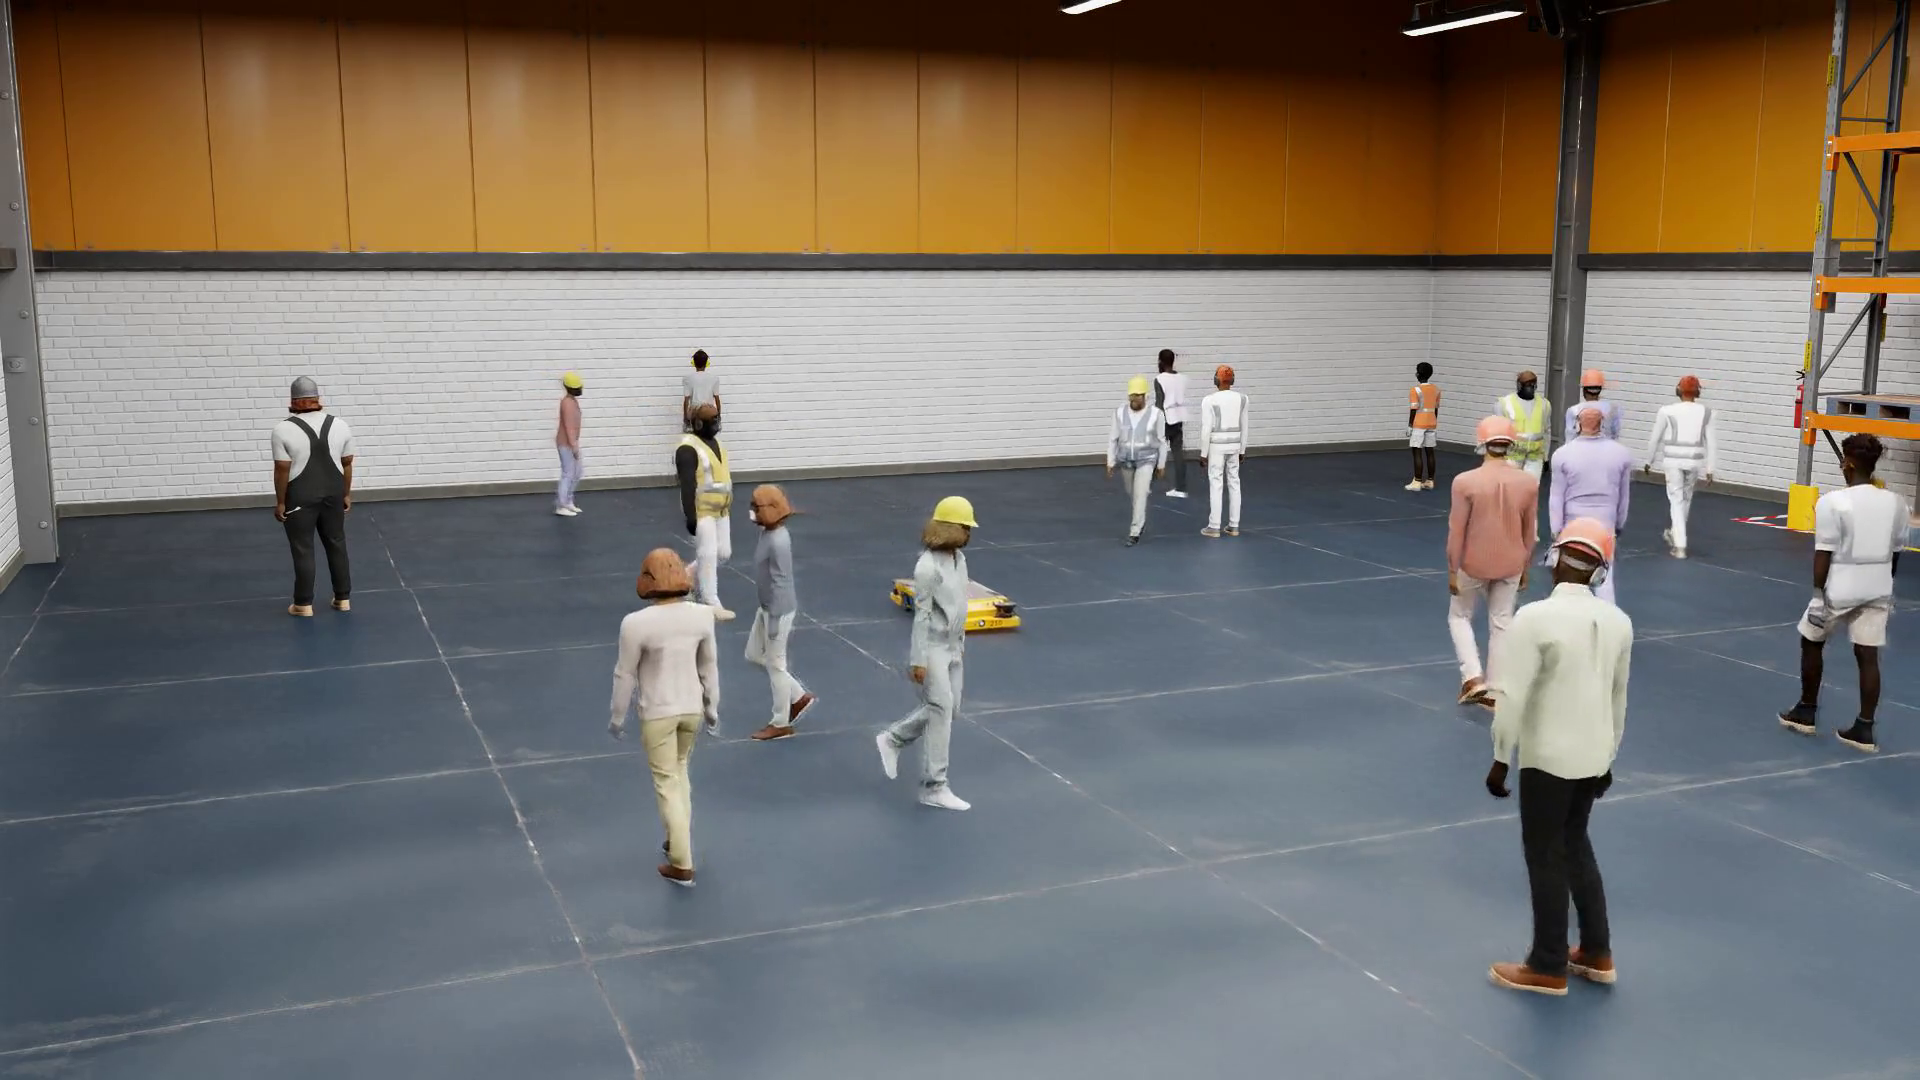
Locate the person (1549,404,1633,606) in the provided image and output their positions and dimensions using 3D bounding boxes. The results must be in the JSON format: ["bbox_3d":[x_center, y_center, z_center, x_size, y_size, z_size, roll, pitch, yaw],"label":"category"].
[{"bbox_3d":[5.008,-0.141,13.231,0.642,1.872,0.917,1,9,7],"label":"person"}]

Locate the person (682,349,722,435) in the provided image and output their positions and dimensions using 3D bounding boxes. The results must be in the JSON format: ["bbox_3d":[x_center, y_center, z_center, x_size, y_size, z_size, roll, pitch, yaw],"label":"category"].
[{"bbox_3d":[-3.378,-1.555,21.782,0.515,1.873,0.329,-2,10,-14],"label":"person"}]

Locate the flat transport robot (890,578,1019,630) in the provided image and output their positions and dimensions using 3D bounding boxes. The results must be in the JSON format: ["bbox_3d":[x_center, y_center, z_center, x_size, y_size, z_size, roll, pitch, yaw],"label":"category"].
[{"bbox_3d":[-0.065,0.520,14.040,0.652,0.197,1.431,-3,10,-20],"label":"flat transport robot"}]

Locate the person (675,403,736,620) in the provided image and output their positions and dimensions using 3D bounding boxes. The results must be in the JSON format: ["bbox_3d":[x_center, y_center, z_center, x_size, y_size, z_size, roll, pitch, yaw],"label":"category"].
[{"bbox_3d":[-2.184,-0.245,13.984,0.604,1.826,0.631,4,10,23],"label":"person"}]

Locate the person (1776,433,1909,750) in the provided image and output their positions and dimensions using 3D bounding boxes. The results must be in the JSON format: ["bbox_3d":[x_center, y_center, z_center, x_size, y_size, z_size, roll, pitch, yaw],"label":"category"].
[{"bbox_3d":[5.487,0.292,10.372,0.626,1.934,0.802,-1,9,-6],"label":"person"}]

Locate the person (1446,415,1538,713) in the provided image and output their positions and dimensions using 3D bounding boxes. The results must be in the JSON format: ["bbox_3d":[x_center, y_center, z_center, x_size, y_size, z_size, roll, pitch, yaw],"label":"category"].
[{"bbox_3d":[3.505,0.165,11.021,0.613,1.981,0.424,0,9,-2],"label":"person"}]

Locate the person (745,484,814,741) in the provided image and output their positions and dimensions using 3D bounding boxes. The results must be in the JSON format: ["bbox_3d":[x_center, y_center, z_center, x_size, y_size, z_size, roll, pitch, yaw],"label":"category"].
[{"bbox_3d":[-1.166,0.450,10.359,0.373,1.618,0.531,-3,10,-15],"label":"person"}]

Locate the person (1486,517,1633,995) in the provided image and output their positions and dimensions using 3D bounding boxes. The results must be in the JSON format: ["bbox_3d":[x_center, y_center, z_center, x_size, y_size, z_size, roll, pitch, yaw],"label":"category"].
[{"bbox_3d":[2.447,0.895,6.724,0.664,1.950,0.406,-6,11,-33],"label":"person"}]

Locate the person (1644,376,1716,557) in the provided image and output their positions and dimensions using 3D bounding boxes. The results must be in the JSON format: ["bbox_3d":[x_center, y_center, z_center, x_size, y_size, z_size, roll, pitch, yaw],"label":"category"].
[{"bbox_3d":[7.428,-0.774,17.160,0.580,1.830,0.977,1,9,4],"label":"person"}]

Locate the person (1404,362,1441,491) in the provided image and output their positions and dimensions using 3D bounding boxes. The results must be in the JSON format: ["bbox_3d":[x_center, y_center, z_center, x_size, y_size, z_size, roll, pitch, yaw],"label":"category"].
[{"bbox_3d":[6.098,-1.495,21.941,0.540,1.695,0.317,-6,11,-31],"label":"person"}]

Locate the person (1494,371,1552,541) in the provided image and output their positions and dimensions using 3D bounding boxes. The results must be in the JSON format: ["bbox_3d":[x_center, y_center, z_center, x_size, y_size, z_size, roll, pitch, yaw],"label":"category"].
[{"bbox_3d":[6.085,-0.901,18.024,0.630,1.843,0.596,0,9,1],"label":"person"}]

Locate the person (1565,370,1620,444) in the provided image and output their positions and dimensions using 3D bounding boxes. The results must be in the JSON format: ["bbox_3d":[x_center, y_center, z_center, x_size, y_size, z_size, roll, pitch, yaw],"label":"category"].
[{"bbox_3d":[6.518,-0.812,17.222,0.552,1.891,0.923,2,10,12],"label":"person"}]

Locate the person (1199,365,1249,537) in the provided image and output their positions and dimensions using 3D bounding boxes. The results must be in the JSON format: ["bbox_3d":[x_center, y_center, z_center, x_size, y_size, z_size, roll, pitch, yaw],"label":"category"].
[{"bbox_3d":[2.878,-0.971,18.207,0.575,1.882,0.355,-4,10,-22],"label":"person"}]

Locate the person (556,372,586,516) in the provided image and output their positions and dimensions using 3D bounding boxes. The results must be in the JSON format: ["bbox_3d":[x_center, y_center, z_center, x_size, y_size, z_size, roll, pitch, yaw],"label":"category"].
[{"bbox_3d":[-4.587,-1.125,19.597,0.475,1.720,0.562,0,9,-3],"label":"person"}]

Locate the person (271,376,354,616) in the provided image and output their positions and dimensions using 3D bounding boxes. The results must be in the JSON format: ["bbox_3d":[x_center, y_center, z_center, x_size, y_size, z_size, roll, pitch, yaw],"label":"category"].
[{"bbox_3d":[-5.534,-0.382,14.158,0.536,2.000,0.688,9,13,44],"label":"person"}]

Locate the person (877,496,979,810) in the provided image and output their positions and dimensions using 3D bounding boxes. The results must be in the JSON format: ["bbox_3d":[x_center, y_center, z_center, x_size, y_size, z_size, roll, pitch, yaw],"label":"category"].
[{"bbox_3d":[-0.193,0.597,9.212,0.616,1.717,0.508,5,11,28],"label":"person"}]

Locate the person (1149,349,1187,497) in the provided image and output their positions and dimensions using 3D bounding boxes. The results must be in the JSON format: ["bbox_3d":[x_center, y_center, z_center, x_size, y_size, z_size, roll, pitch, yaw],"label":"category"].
[{"bbox_3d":[2.587,-1.511,21.458,0.625,1.880,0.911,-9,13,-43],"label":"person"}]

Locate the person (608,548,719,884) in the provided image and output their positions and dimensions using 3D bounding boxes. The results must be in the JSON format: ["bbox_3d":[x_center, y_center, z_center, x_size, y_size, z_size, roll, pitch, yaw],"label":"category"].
[{"bbox_3d":[-1.463,0.837,8.075,0.502,1.613,0.620,-9,13,-43],"label":"person"}]

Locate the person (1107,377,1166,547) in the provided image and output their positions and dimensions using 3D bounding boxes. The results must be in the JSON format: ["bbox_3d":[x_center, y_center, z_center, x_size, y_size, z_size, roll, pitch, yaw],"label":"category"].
[{"bbox_3d":[1.903,-0.866,17.879,0.607,1.787,0.932,4,10,23],"label":"person"}]
